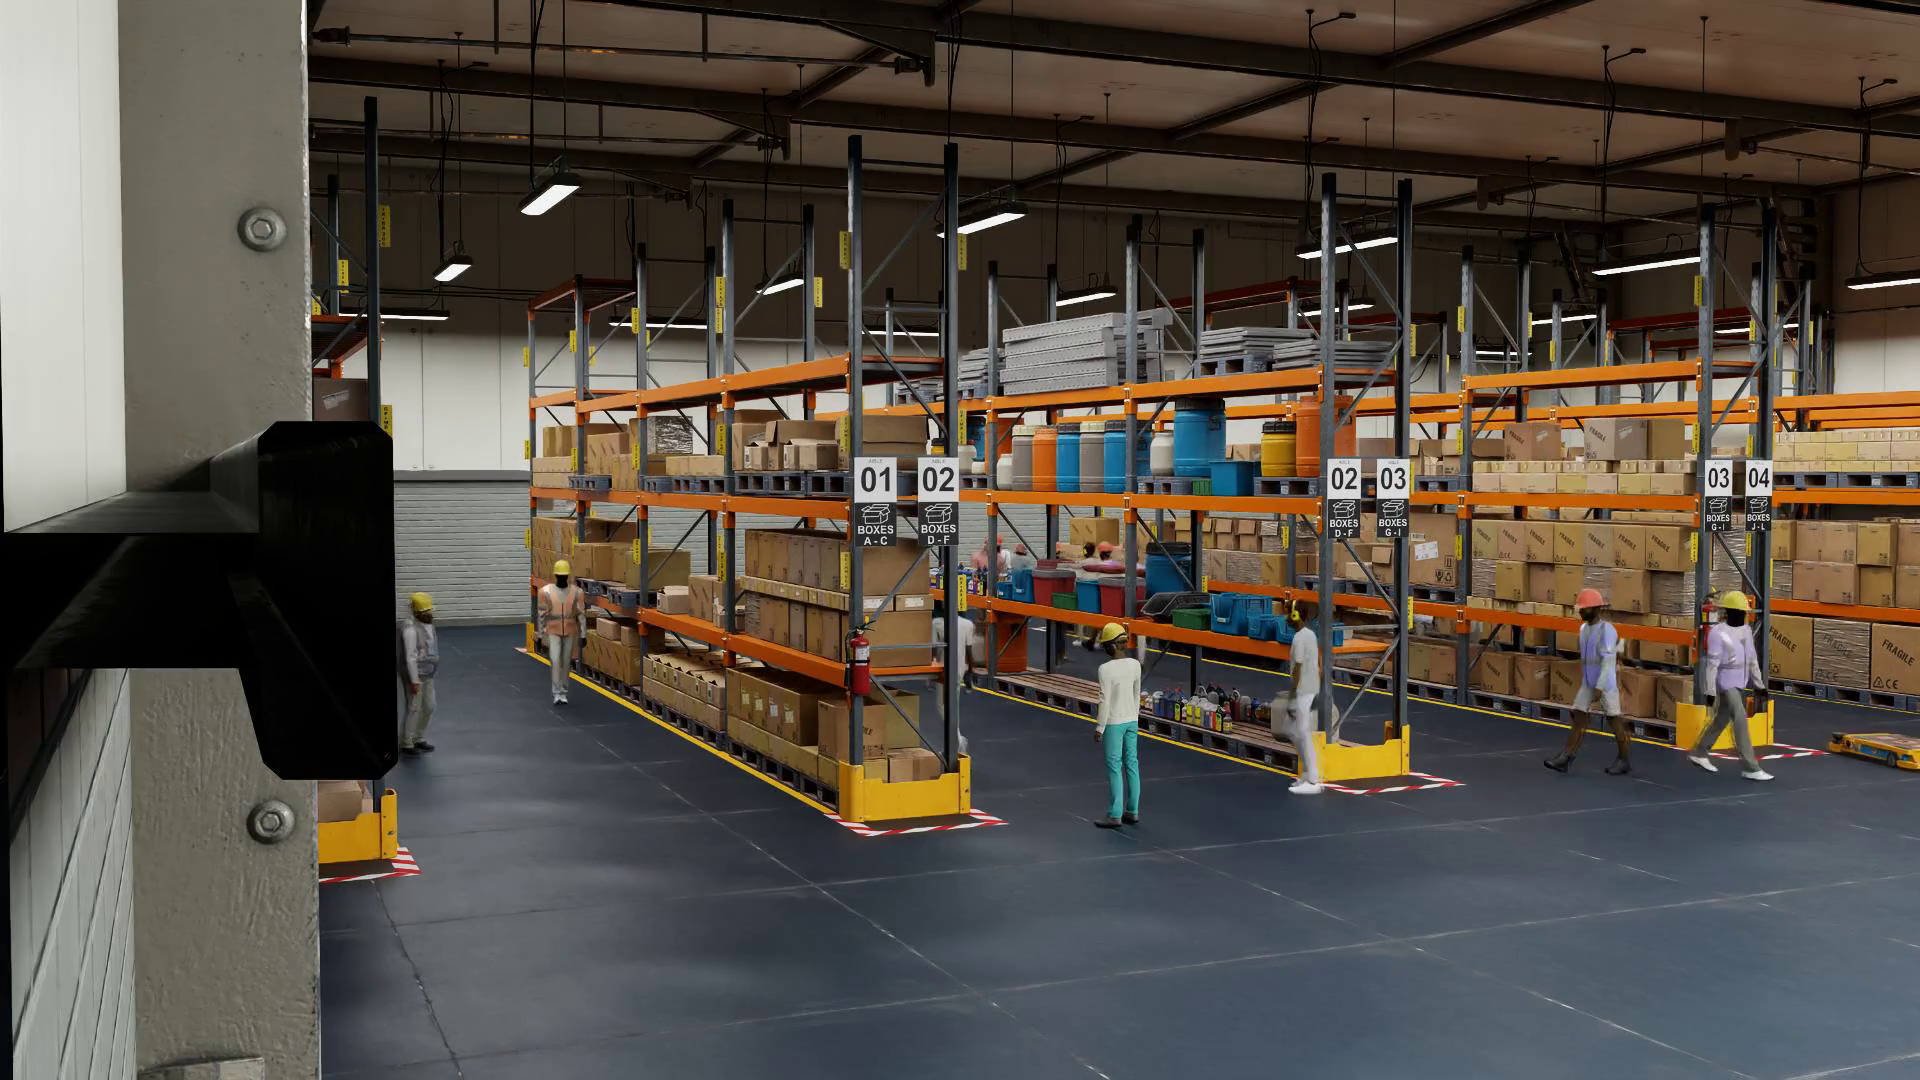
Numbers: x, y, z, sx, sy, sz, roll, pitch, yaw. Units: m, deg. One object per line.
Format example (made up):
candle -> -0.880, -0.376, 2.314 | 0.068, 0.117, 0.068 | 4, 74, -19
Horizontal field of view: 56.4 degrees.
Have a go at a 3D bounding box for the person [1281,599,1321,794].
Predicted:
person -> 3.269, 1.492, 17.130 | 0.459, 1.844, 0.671 | 1, 2, 22

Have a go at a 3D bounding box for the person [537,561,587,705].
person -> -5.188, 1.225, 23.448 | 0.617, 1.889, 0.896 | -1, 2, -21

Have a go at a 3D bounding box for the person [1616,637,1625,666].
person -> 8.826, 1.201, 24.334 | 0.364, 1.892, 0.715 | 0, 2, -12

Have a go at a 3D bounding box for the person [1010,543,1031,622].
person -> 1.237, 0.877, 36.210 | 0.509, 1.611, 0.574 | 1, 3, 33

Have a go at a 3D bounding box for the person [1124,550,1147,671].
person -> 2.599, 1.055, 27.741 | 0.640, 1.909, 0.830 | -1, 3, -34

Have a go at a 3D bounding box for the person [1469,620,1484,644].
person -> 8.037, 1.028, 28.087 | 0.631, 1.930, 0.447 | -1, 3, -31

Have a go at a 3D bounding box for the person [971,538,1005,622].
person -> 0.515, 0.879, 33.206 | 0.647, 1.852, 1.036 | 0, 2, -6

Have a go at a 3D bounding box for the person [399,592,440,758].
person -> -5.803, 1.440, 19.198 | 0.502, 1.790, 0.615 | 0, 2, 8

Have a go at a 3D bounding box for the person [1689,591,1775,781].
person -> 7.768, 1.443, 18.059 | 0.607, 1.885, 0.977 | -2, 3, -36

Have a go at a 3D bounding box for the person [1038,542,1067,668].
person -> 1.477, 1.008, 28.057 | 0.641, 1.972, 0.458 | -1, 3, -31

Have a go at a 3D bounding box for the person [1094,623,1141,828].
person -> 1.357, 1.597, 15.525 | 0.523, 1.760, 0.324 | -2, 3, -45

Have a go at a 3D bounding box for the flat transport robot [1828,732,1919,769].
flat transport robot -> 9.927, 2.219, 18.944 | 0.652, 0.197, 1.431 | 0, 2, -9

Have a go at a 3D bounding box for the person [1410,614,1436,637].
person -> 6.982, 1.208, 27.085 | 0.534, 1.656, 0.877 | -1, 2, -23

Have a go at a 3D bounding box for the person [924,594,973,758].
person -> -0.087, 1.427, 18.849 | 0.521, 1.846, 0.759 | -1, 2, -25

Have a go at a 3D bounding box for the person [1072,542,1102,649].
person -> 2.251, 0.961, 31.184 | 0.542, 1.838, 0.823 | -1, 2, -19

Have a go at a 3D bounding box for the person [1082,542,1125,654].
person -> 2.455, 0.974, 30.177 | 0.552, 1.882, 1.006 | -1, 3, -30

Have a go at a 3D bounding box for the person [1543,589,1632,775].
person -> 6.392, 1.441, 18.107 | 0.975, 1.880, 0.554 | -1, 2, -19

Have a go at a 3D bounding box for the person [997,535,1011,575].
person -> 0.702, 0.829, 34.409 | 0.557, 1.848, 1.017 | 0, 2, 10
